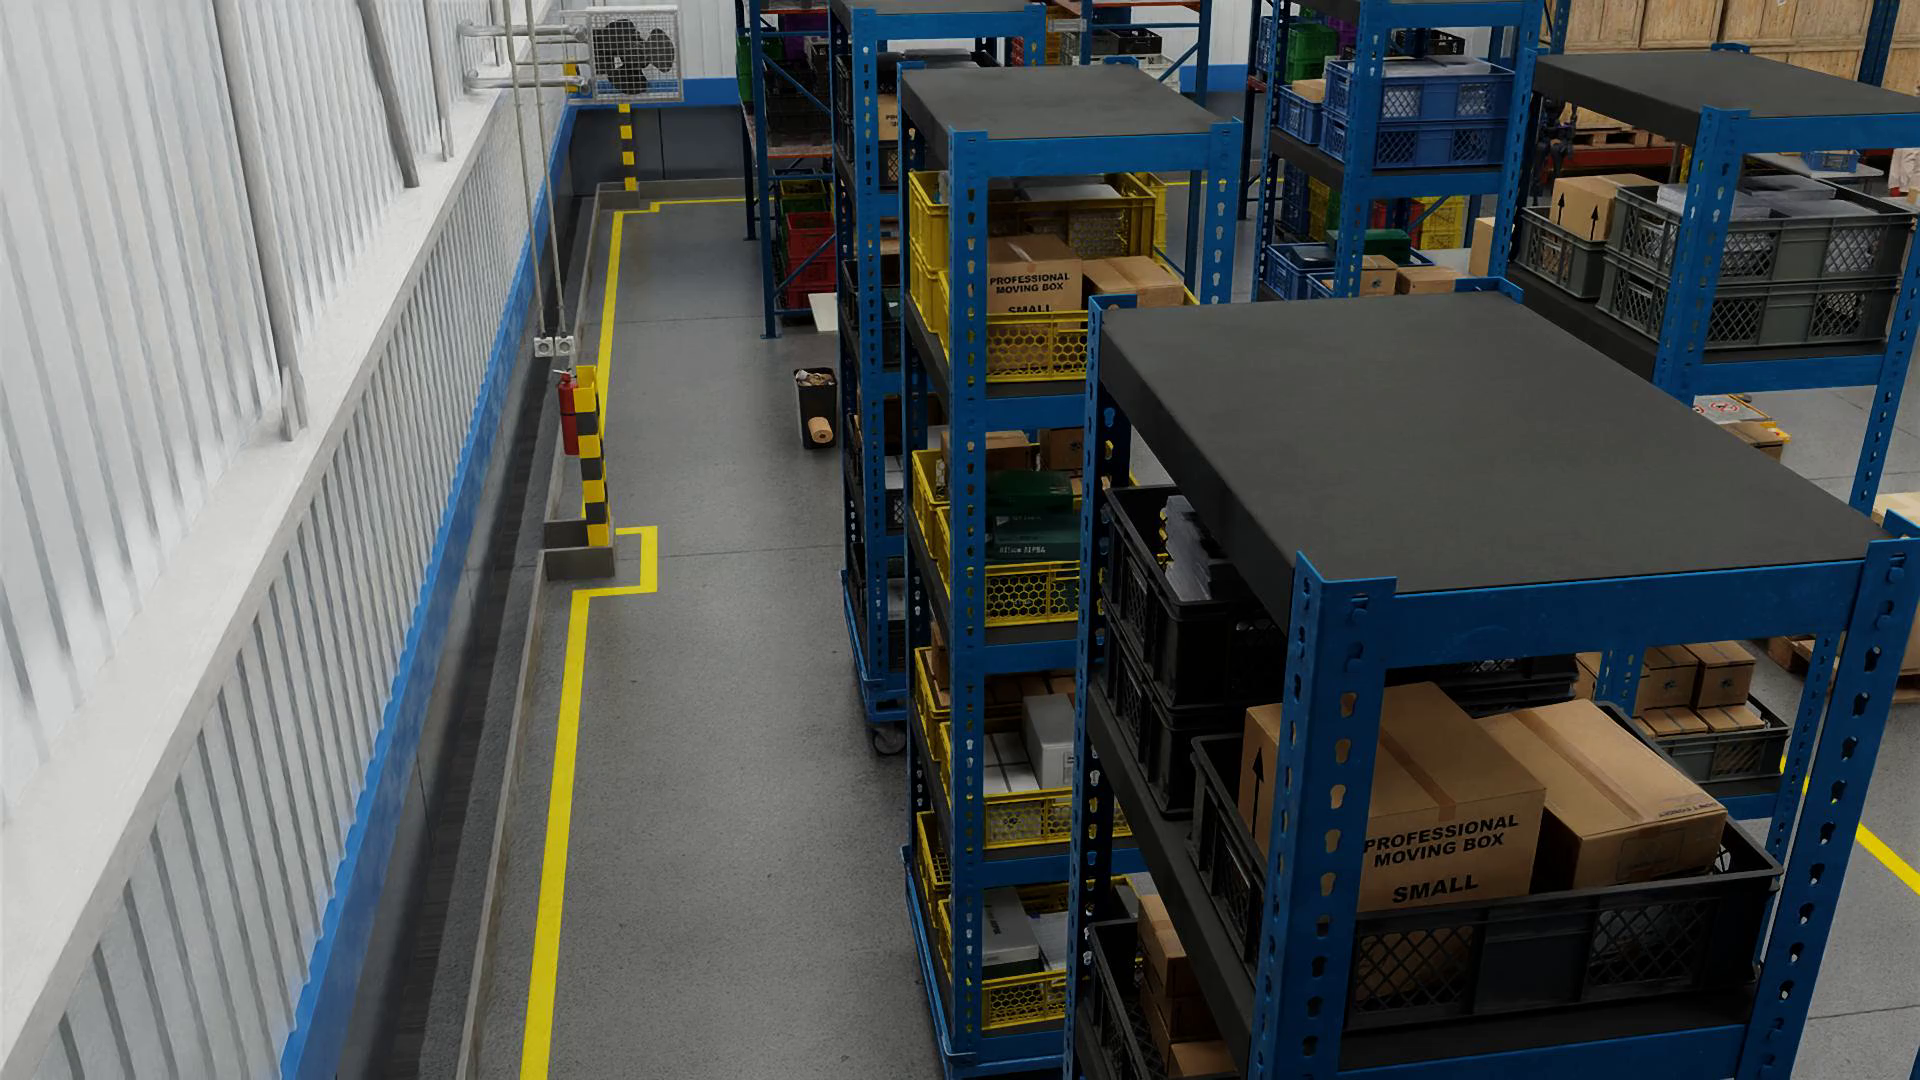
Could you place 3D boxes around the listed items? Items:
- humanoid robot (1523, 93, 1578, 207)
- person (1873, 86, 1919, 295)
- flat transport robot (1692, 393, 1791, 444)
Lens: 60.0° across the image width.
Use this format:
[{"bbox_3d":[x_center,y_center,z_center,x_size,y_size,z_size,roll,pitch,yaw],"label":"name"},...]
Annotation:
[{"bbox_3d":[6.411,-4.340,18.048,0.329,1.648,0.592,-22,33,-40],"label":"humanoid robot"},{"bbox_3d":[8.785,-3.284,15.373,0.394,1.991,0.621,16,29,31],"label":"person"},{"bbox_3d":[5.224,-0.859,12.132,1.431,0.197,0.652,-4,25,-8],"label":"flat transport robot"}]
